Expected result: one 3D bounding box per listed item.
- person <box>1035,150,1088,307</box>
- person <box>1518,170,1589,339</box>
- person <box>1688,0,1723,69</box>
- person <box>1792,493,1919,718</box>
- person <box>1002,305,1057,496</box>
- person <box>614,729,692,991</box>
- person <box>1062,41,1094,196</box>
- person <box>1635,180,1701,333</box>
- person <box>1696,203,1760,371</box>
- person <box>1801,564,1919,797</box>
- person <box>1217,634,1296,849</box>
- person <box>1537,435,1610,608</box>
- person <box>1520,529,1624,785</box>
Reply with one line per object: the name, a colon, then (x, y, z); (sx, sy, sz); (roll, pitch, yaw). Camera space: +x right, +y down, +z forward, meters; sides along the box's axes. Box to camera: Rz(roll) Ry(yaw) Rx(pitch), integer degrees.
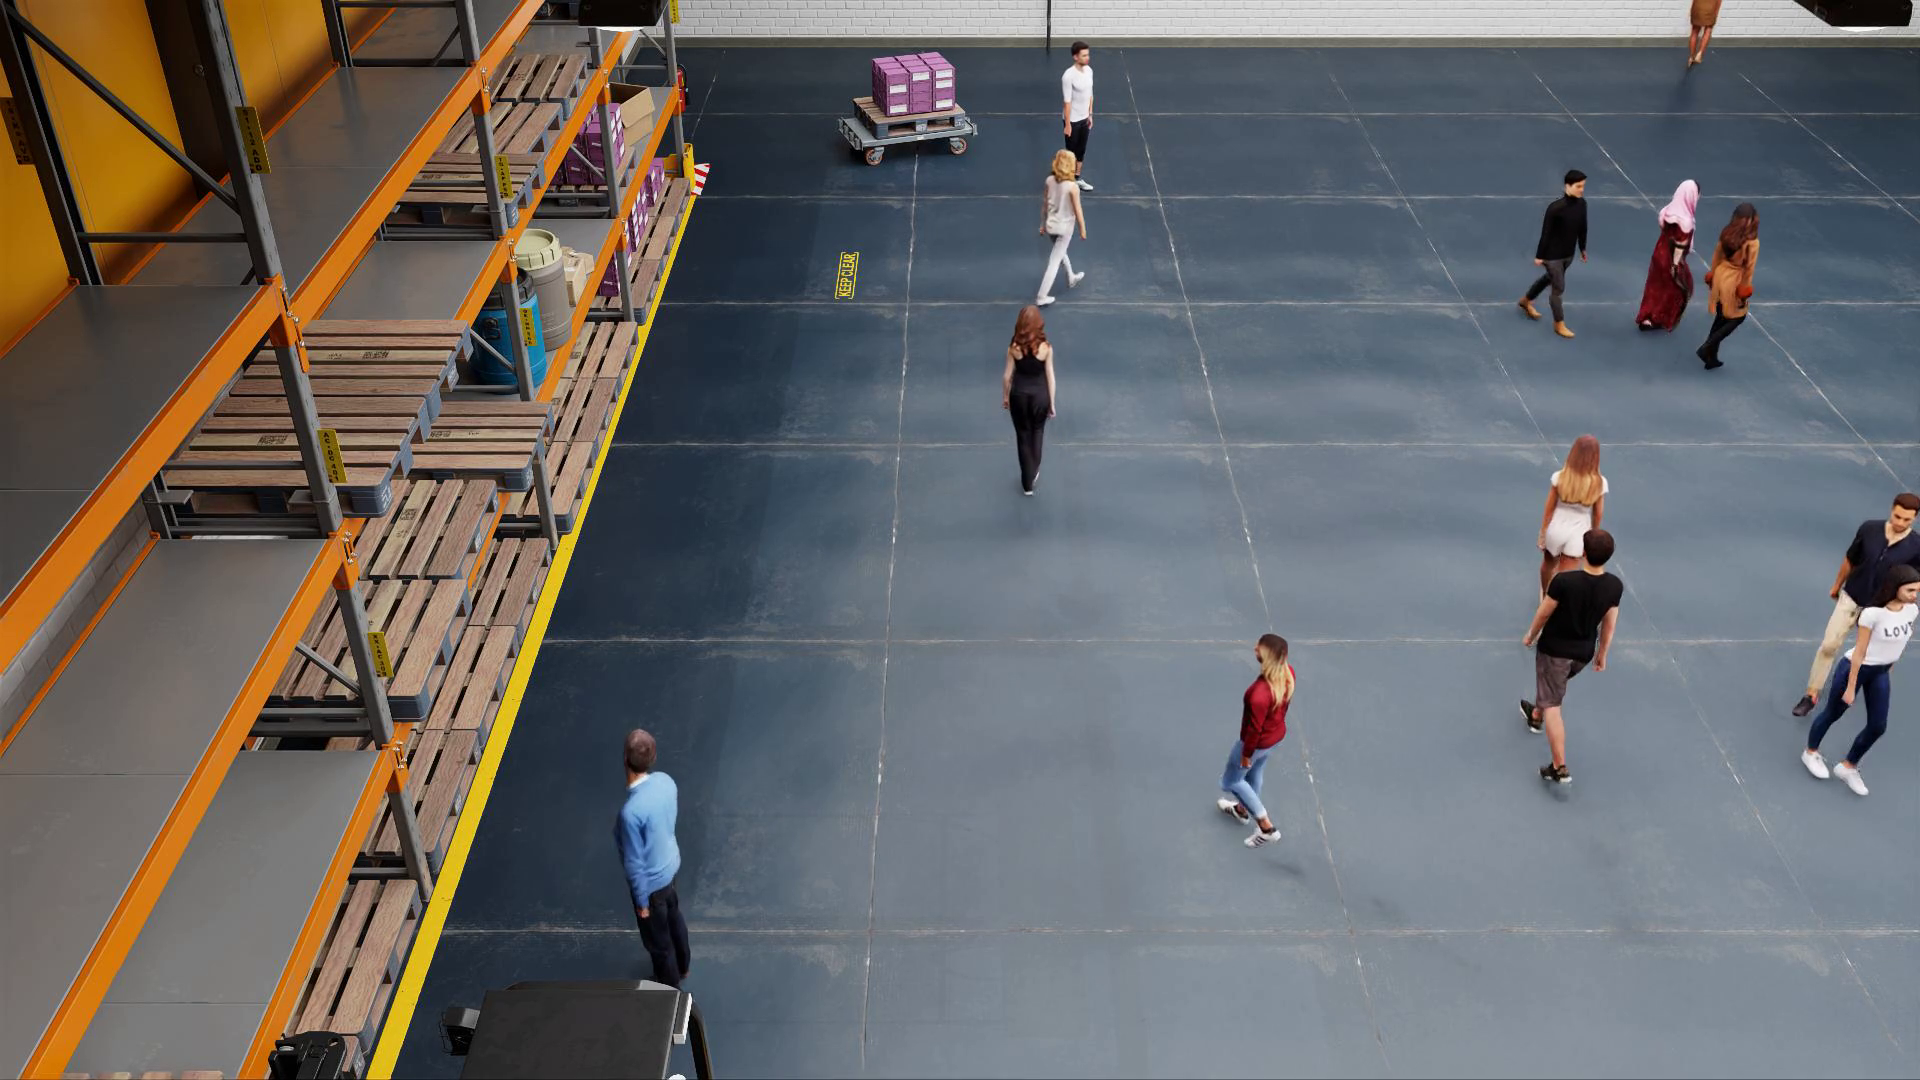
person: (0.994, -3.239, 17.450); (1.141, 1.624, 1.077); (-29, 43, -36)
person: (6.081, -2.980, 17.003); (1.002, 1.687, 1.186); (-17, 37, -24)
person: (10.755, -7.661, 24.050); (0.672, 1.681, 0.713); (17, 37, 24)
person: (6.476, 0.397, 11.800); (1.015, 1.822, 1.110); (25, 41, 32)
person: (0.593, -1.149, 14.204); (0.612, 1.736, 0.643); (-1, 34, -1)
person: (-1.744, 1.934, 9.517); (0.951, 1.788, 0.639); (2, 34, 3)
person: (1.396, -5.081, 20.018); (0.793, 1.848, 0.720); (26, 42, 34)
person: (7.139, -2.867, 16.871); (0.740, 1.643, 0.620); (-1, 34, -1)
person: (7.383, -2.411, 16.133); (0.919, 1.703, 0.841); (-14, 36, -20)
person: (5.987, 0.861, 11.160); (0.696, 1.759, 0.772); (-6, 34, -9)
person: (1.960, 1.290, 10.637); (0.927, 1.622, 0.874); (27, 42, 34)
person: (4.557, 0.024, 12.504); (0.853, 1.664, 1.184); (12, 35, 17)
person: (4.102, 0.799, 11.185); (0.762, 1.834, 1.239); (-4, 34, -7)
